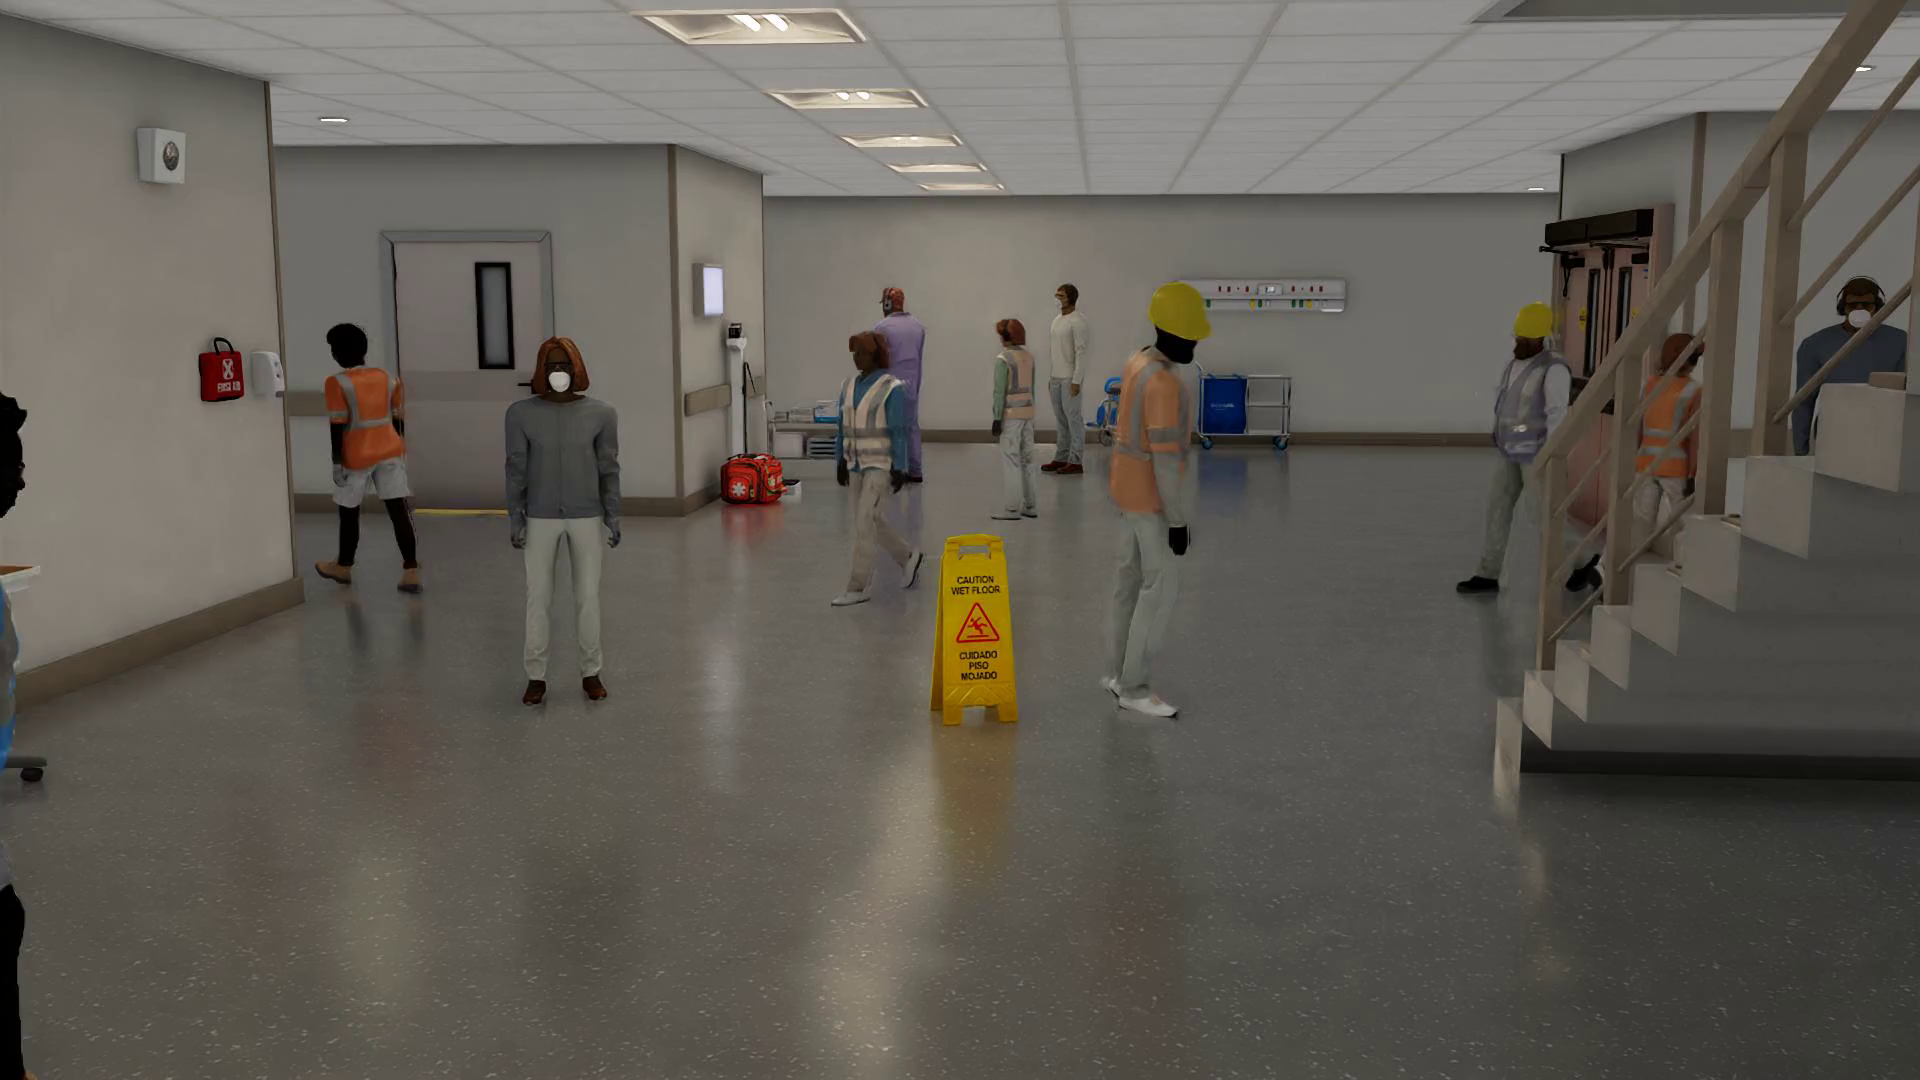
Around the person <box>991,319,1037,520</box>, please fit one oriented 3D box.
[{"bbox_3d":[0.445,-0.976,13.493,0.318,1.628,0.518,6,10,35],"label":"person"}]

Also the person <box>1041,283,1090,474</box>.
[{"bbox_3d":[1.083,-1.640,16.963,0.372,1.940,0.632,-4,9,-25],"label":"person"}]

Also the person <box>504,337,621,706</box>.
[{"bbox_3d":[-1.760,-0.084,7.406,0.501,1.633,0.286,-2,9,-15],"label":"person"}]

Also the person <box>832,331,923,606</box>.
[{"bbox_3d":[-0.495,-0.443,9.921,0.750,1.610,0.526,-8,12,-44],"label":"person"}]

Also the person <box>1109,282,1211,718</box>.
[{"bbox_3d":[0.835,-0.183,7.308,0.369,1.875,0.772,-1,8,-6],"label":"person"}]

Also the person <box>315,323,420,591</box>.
[{"bbox_3d":[-3.654,-0.503,10.219,0.868,1.635,0.577,6,11,37],"label":"person"}]

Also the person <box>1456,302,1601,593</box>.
[{"bbox_3d":[3.493,-0.542,10.038,0.825,1.788,0.614,-1,8,-10],"label":"person"}]

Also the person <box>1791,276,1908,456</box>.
[{"bbox_3d":[5.122,-0.543,9.557,0.635,1.929,0.375,3,9,21],"label":"person"}]

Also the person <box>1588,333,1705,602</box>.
[{"bbox_3d":[3.988,-0.383,9.560,0.713,1.613,0.512,-4,9,-26],"label":"person"}]

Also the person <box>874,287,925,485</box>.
[{"bbox_3d":[-0.625,-1.478,16.020,0.404,1.899,0.644,8,11,42],"label":"person"}]

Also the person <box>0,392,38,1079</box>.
[{"bbox_3d":[-2.129,0.526,3.232,0.756,1.654,0.537,-7,11,-39],"label":"person"}]
